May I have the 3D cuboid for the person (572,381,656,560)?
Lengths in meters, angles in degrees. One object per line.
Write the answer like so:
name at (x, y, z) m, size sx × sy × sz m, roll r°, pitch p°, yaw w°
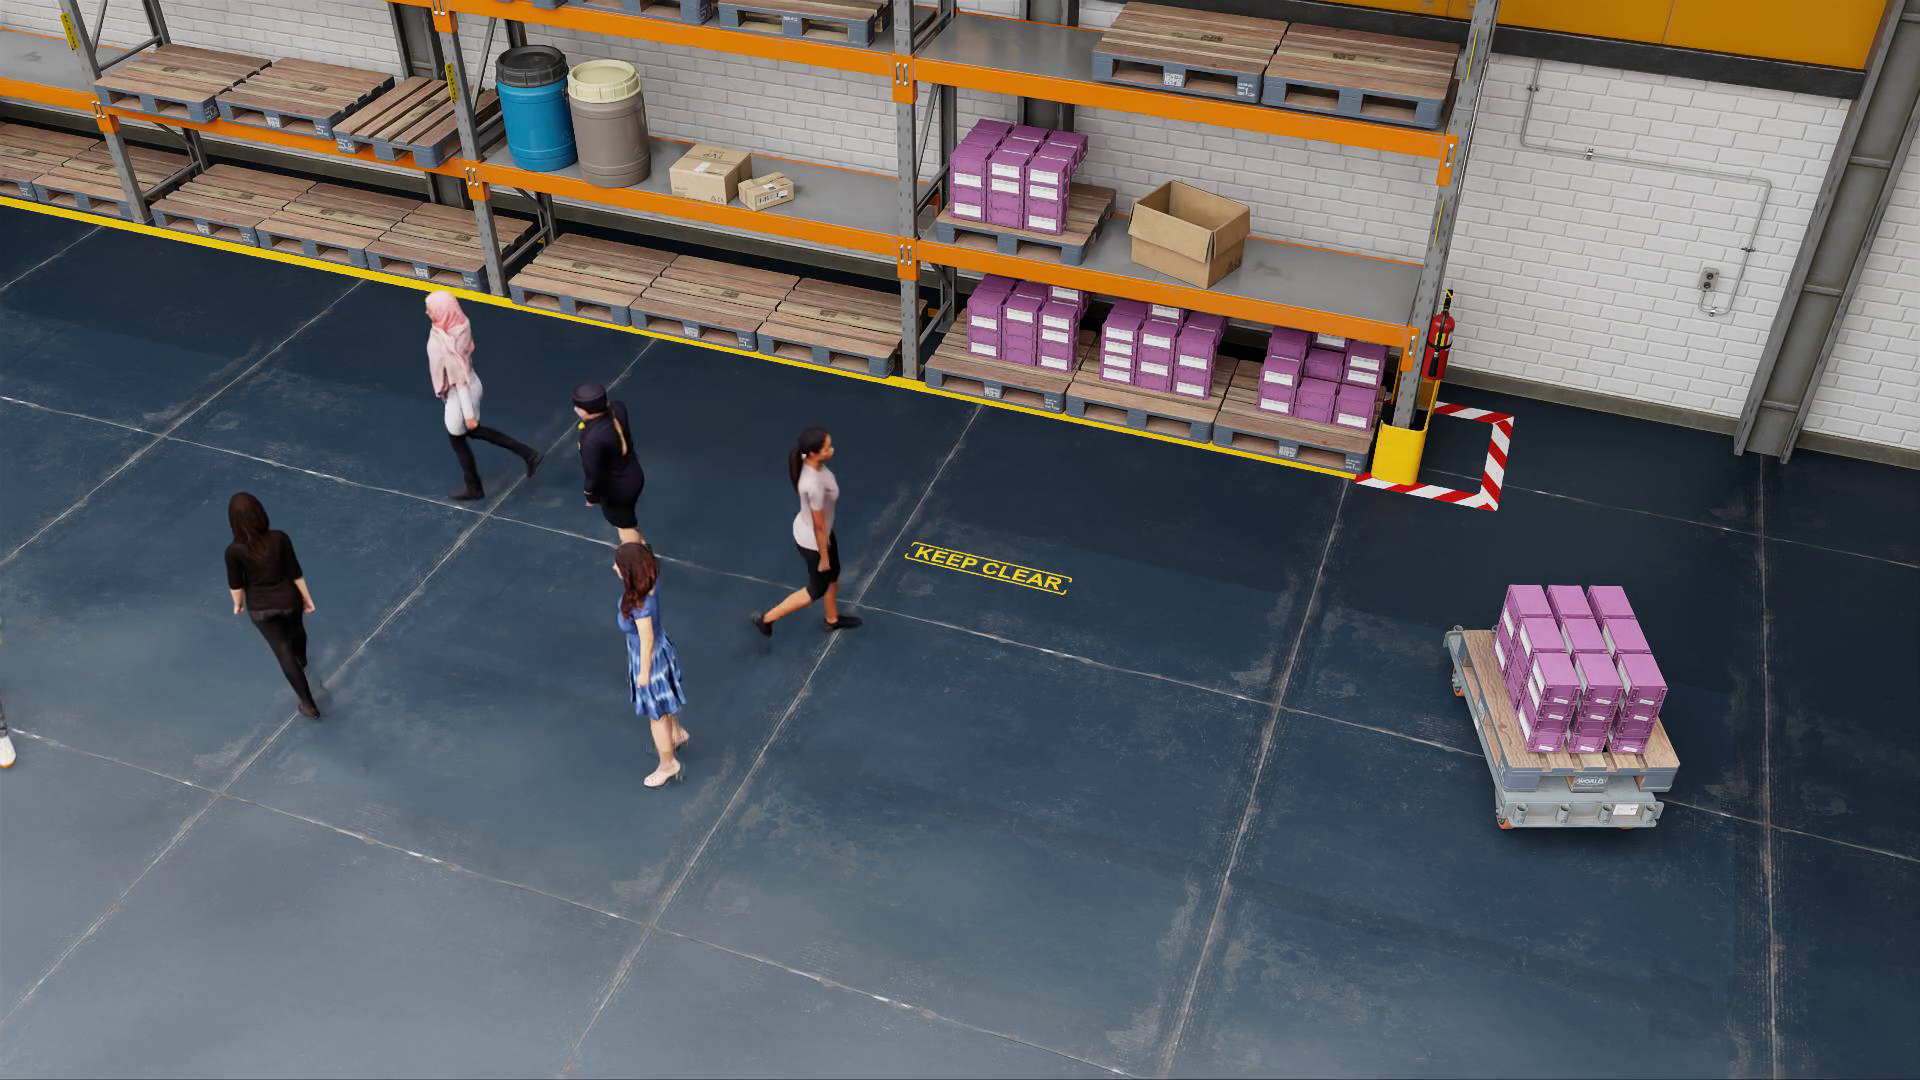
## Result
person at (-2.285, -0.374, 11.390) m, size 0.672 × 1.658 × 0.742 m, roll 11°, pitch 40°, yaw 13°

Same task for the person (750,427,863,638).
person at (-1.025, 0.014, 10.851) m, size 1.091 × 1.724 × 0.933 m, roll -9°, pitch 39°, yaw -11°

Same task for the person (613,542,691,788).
person at (-1.838, 0.727, 9.891) m, size 0.754 × 1.808 × 0.757 m, roll -6°, pitch 39°, yaw -8°

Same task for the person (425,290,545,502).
person at (-3.526, -1.039, 12.120) m, size 1.076 × 1.785 × 0.882 m, roll -4°, pitch 39°, yaw -5°

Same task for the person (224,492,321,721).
person at (-4.248, 0.456, 10.384) m, size 0.945 × 1.617 × 1.072 m, roll -23°, pitch 44°, yaw -26°
